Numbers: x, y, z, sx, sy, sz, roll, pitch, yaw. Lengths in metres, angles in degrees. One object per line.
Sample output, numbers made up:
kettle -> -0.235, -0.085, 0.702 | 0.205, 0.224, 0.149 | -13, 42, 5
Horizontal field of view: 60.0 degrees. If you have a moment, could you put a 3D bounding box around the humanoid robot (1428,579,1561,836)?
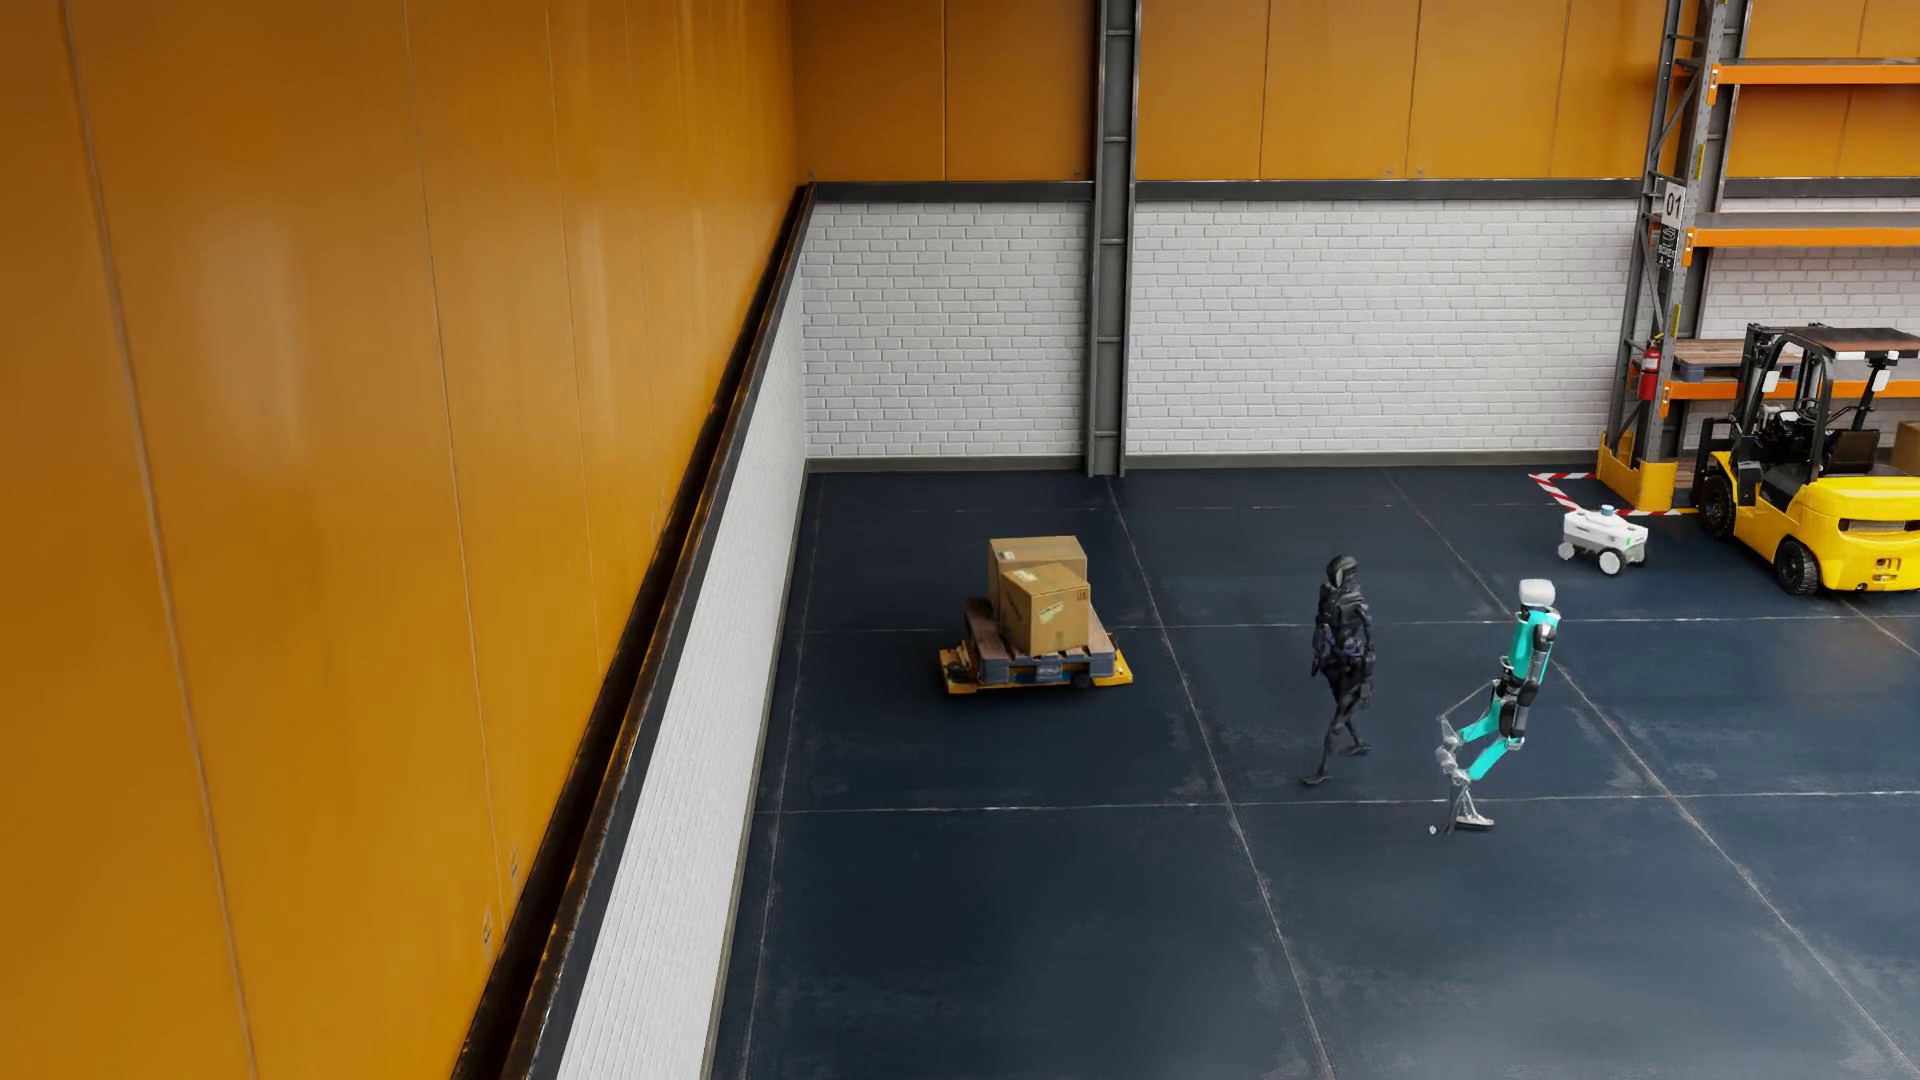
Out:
humanoid robot -> 3.278, 1.138, 10.492 | 0.790, 1.894, 0.531 | 3, 20, 7

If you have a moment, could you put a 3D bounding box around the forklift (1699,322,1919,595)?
forklift -> 7.809, -0.792, 14.926 | 1.214, 2.155, 2.313 | -1, 20, -2

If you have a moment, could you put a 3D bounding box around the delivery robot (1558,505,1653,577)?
delivery robot -> 5.887, -0.019, 15.181 | 0.499, 0.589, 0.784 | -15, 25, -34

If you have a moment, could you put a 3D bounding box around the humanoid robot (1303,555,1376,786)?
humanoid robot -> 2.636, 0.842, 11.308 | 0.735, 1.618, 0.612 | -10, 23, -26

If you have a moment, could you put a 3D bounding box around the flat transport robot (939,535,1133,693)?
flat transport robot -> 0.580, 0.946, 12.987 | 1.431, 0.231, 0.659 | -3, 20, -7
